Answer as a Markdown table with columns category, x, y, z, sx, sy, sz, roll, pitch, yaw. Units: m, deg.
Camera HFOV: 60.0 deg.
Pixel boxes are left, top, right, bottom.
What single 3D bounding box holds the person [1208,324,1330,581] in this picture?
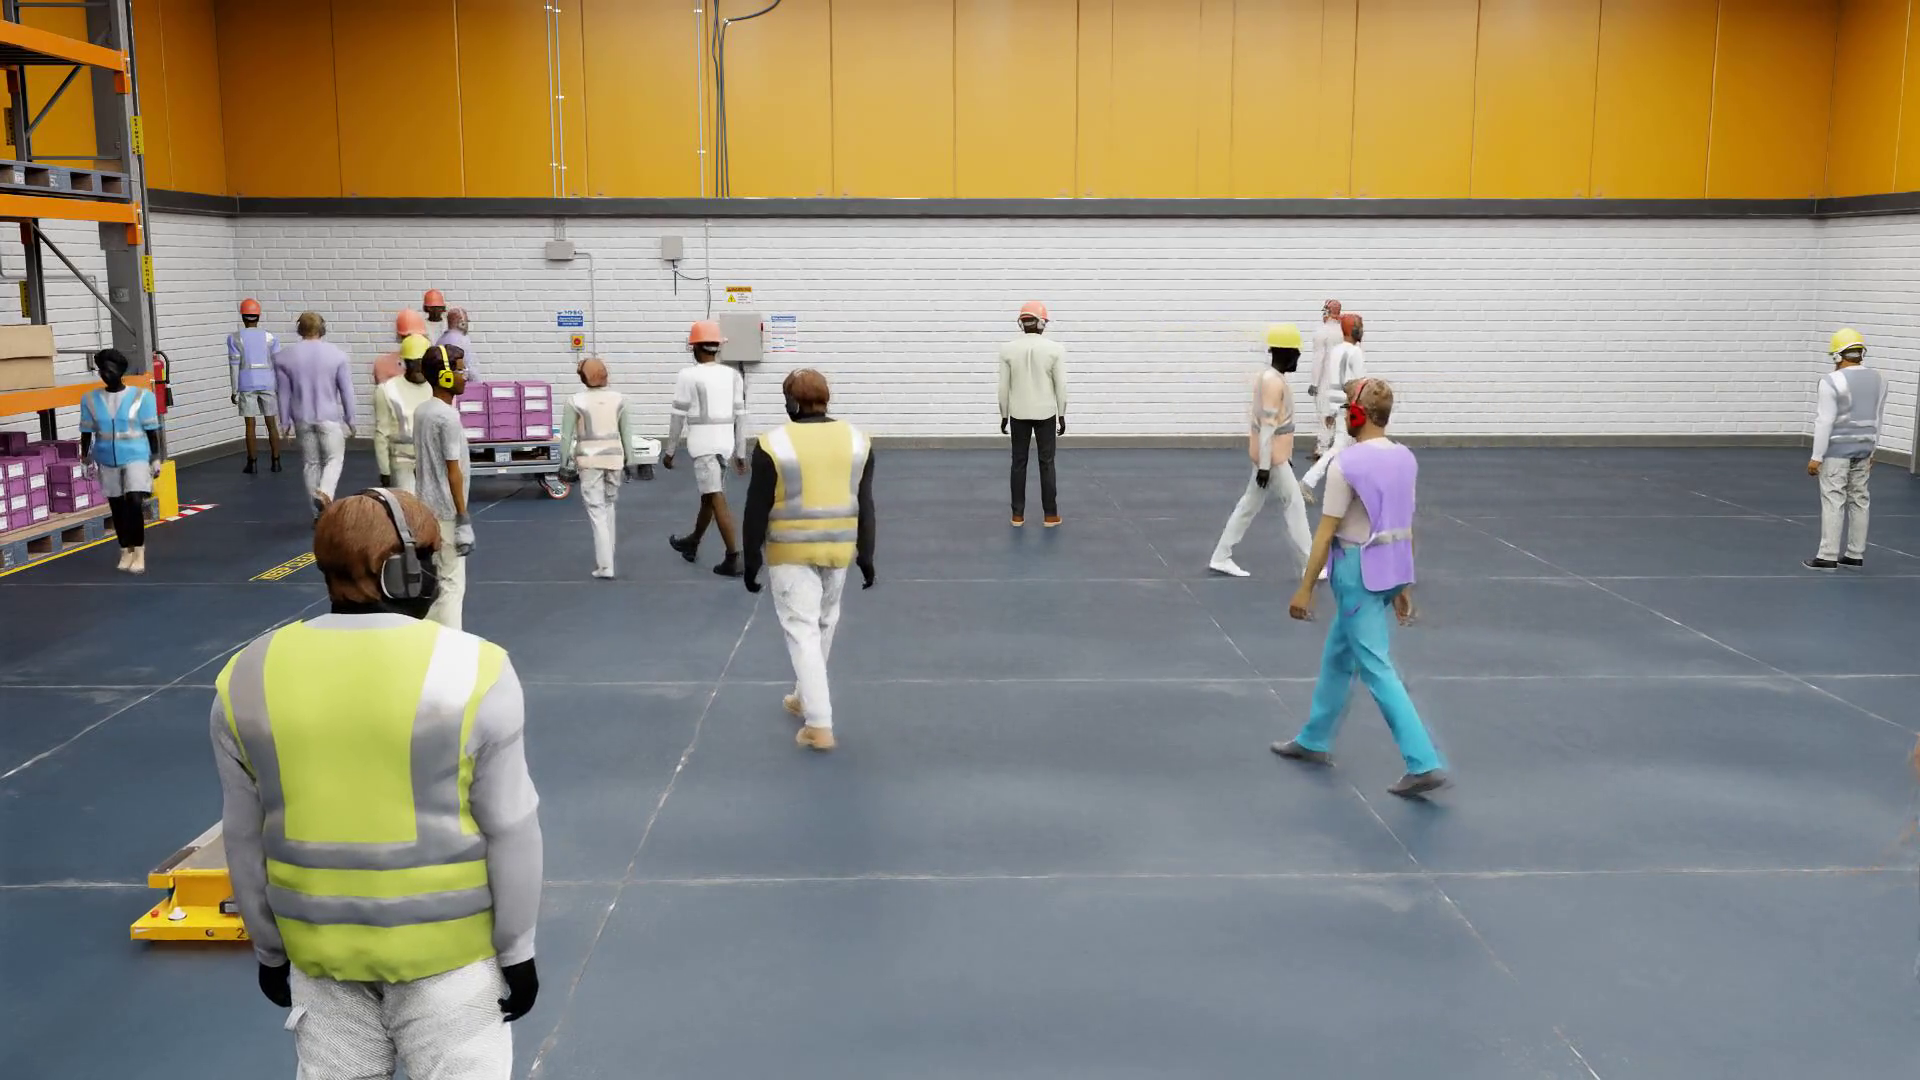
| category | x | y | z | sx | sy | sz | roll | pitch | yaw |
| --- | --- | --- | --- | --- | --- | --- | --- | --- | --- |
| person | 2.285 | -0.632 | 12.096 | 0.984 | 1.877 | 0.604 | 1 | 9 | 7 |

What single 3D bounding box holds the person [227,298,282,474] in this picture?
| category | x | y | z | sx | sy | sz | roll | pitch | yaw |
| --- | --- | --- | --- | --- | --- | --- | --- | --- | --- |
| person | -7.825 | -1.704 | 18.472 | 0.543 | 1.939 | 0.360 | -6 | 11 | -33 |

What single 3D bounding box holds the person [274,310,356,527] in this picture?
| category | x | y | z | sx | sy | sz | roll | pitch | yaw |
| --- | --- | --- | --- | --- | --- | --- | --- | --- | --- |
| person | -5.591 | -1.031 | 14.428 | 0.644 | 1.918 | 0.640 | -2 | 9 | -9 |

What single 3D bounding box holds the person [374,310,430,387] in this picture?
| category | x | y | z | sx | sy | sz | roll | pitch | yaw |
| --- | --- | --- | --- | --- | --- | --- | --- | --- | --- |
| person | -4.164 | -0.789 | 12.837 | 0.625 | 1.943 | 0.984 | -5 | 10 | -27 |

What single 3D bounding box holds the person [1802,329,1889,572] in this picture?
| category | x | y | z | sx | sy | sz | roll | pitch | yaw |
| --- | --- | --- | --- | --- | --- | --- | --- | --- | --- |
| person | 6.609 | -0.664 | 12.456 | 0.587 | 1.821 | 0.404 | -3 | 10 | -16 |

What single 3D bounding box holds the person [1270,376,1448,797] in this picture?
| category | x | y | z | sx | sy | sz | roll | pitch | yaw |
| --- | --- | --- | --- | --- | --- | --- | --- | --- | --- |
| person | 1.789 | 0.187 | 7.289 | 0.950 | 1.807 | 0.567 | 8 | 12 | 41 |

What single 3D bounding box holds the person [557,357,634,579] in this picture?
| category | x | y | z | sx | sy | sz | roll | pitch | yaw |
| --- | --- | --- | --- | --- | --- | --- | --- | --- | --- |
| person | -2.709 | -0.535 | 12.287 | 0.535 | 1.612 | 0.671 | -8 | 12 | -39 |

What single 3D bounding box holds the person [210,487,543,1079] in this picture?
| category | x | y | z | sx | sy | sz | roll | pitch | yaw |
| --- | --- | --- | --- | --- | --- | --- | --- | --- | --- |
| person | -1.140 | 0.810 | 3.366 | 0.624 | 1.841 | 0.430 | 1 | 9 | 4 |

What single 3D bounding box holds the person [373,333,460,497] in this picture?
| category | x | y | z | sx | sy | sz | roll | pitch | yaw |
| --- | --- | --- | --- | --- | --- | --- | --- | --- | --- |
| person | -3.798 | -0.548 | 11.762 | 0.598 | 1.819 | 0.423 | -8 | 12 | -39 |

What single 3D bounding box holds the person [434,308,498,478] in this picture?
| category | x | y | z | sx | sy | sz | roll | pitch | yaw |
| --- | --- | --- | --- | --- | --- | --- | --- | --- | --- |
| person | -5.270 | -1.521 | 17.636 | 1.053 | 1.844 | 0.650 | -7 | 12 | -37 |

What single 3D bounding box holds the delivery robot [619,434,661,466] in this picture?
| category | x | y | z | sx | sy | sz | roll | pitch | yaw |
| --- | --- | --- | --- | --- | --- | --- | --- | --- | --- |
| delivery robot | -3.579 | -0.961 | 17.861 | 0.707 | 0.478 | 0.477 | -4 | 10 | -23 |

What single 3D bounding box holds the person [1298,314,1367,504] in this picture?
| category | x | y | z | sx | sy | sz | roll | pitch | yaw |
| --- | --- | --- | --- | --- | --- | --- | --- | --- | --- |
| person | 3.674 | -1.259 | 16.046 | 0.918 | 1.849 | 0.575 | -1 | 9 | -7 |

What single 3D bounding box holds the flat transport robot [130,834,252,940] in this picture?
| category | x | y | z | sx | sy | sz | roll | pitch | yaw |
| --- | --- | --- | --- | --- | --- | --- | --- | --- | --- |
| flat transport robot | -2.418 | 1.130 | 6.195 | 0.652 | 0.197 | 1.431 | 0 | 9 | 0 |

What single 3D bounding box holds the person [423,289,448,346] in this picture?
| category | x | y | z | sx | sy | sz | roll | pitch | yaw |
| --- | --- | --- | --- | --- | --- | --- | --- | --- | --- |
| person | -6.137 | -1.926 | 19.560 | 0.611 | 2.032 | 0.411 | -4 | 10 | -23 |

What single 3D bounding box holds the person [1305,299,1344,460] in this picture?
| category | x | y | z | sx | sy | sz | roll | pitch | yaw |
| --- | --- | --- | --- | --- | --- | --- | --- | --- | --- |
| person | 4.376 | -1.894 | 19.735 | 0.643 | 1.909 | 0.410 | -7 | 11 | -36 |

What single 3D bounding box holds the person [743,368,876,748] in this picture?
| category | x | y | z | sx | sy | sz | roll | pitch | yaw |
| --- | --- | --- | --- | --- | --- | --- | --- | --- | --- |
| person | -0.745 | 0.068 | 8.055 | 0.646 | 1.804 | 0.873 | -6 | 11 | -31 |

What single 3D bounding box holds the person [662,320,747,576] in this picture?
| category | x | y | z | sx | sy | sz | roll | pitch | yaw |
| --- | --- | --- | --- | --- | --- | --- | --- | --- | --- |
| person | -1.932 | -0.696 | 12.483 | 1.020 | 1.873 | 0.553 | 8 | 13 | 42 |

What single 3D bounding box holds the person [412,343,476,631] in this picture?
| category | x | y | z | sx | sy | sz | roll | pitch | yaw |
| --- | --- | --- | --- | --- | --- | --- | --- | --- | --- |
| person | -2.753 | -0.117 | 8.947 | 0.336 | 1.873 | 0.521 | -7 | 12 | -37 |

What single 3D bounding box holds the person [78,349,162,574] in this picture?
| category | x | y | z | sx | sy | sz | roll | pitch | yaw |
| --- | --- | --- | --- | --- | --- | --- | --- | --- | --- |
| person | -6.233 | -0.568 | 12.294 | 0.547 | 1.675 | 0.572 | -1 | 9 | -6 |

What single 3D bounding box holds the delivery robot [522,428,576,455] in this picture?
| category | x | y | z | sx | sy | sz | roll | pitch | yaw |
| --- | --- | --- | --- | --- | --- | --- | --- | --- | --- |
| delivery robot | -4.326 | -0.960 | 17.857 | 0.707 | 0.478 | 0.477 | 1 | 9 | 9 |

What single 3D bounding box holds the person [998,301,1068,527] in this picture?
| category | x | y | z | sx | sy | sz | roll | pitch | yaw |
| --- | --- | --- | --- | --- | --- | --- | --- | --- | --- |
| person | 0.647 | -1.105 | 14.653 | 0.608 | 1.986 | 0.391 | 2 | 9 | 11 |
